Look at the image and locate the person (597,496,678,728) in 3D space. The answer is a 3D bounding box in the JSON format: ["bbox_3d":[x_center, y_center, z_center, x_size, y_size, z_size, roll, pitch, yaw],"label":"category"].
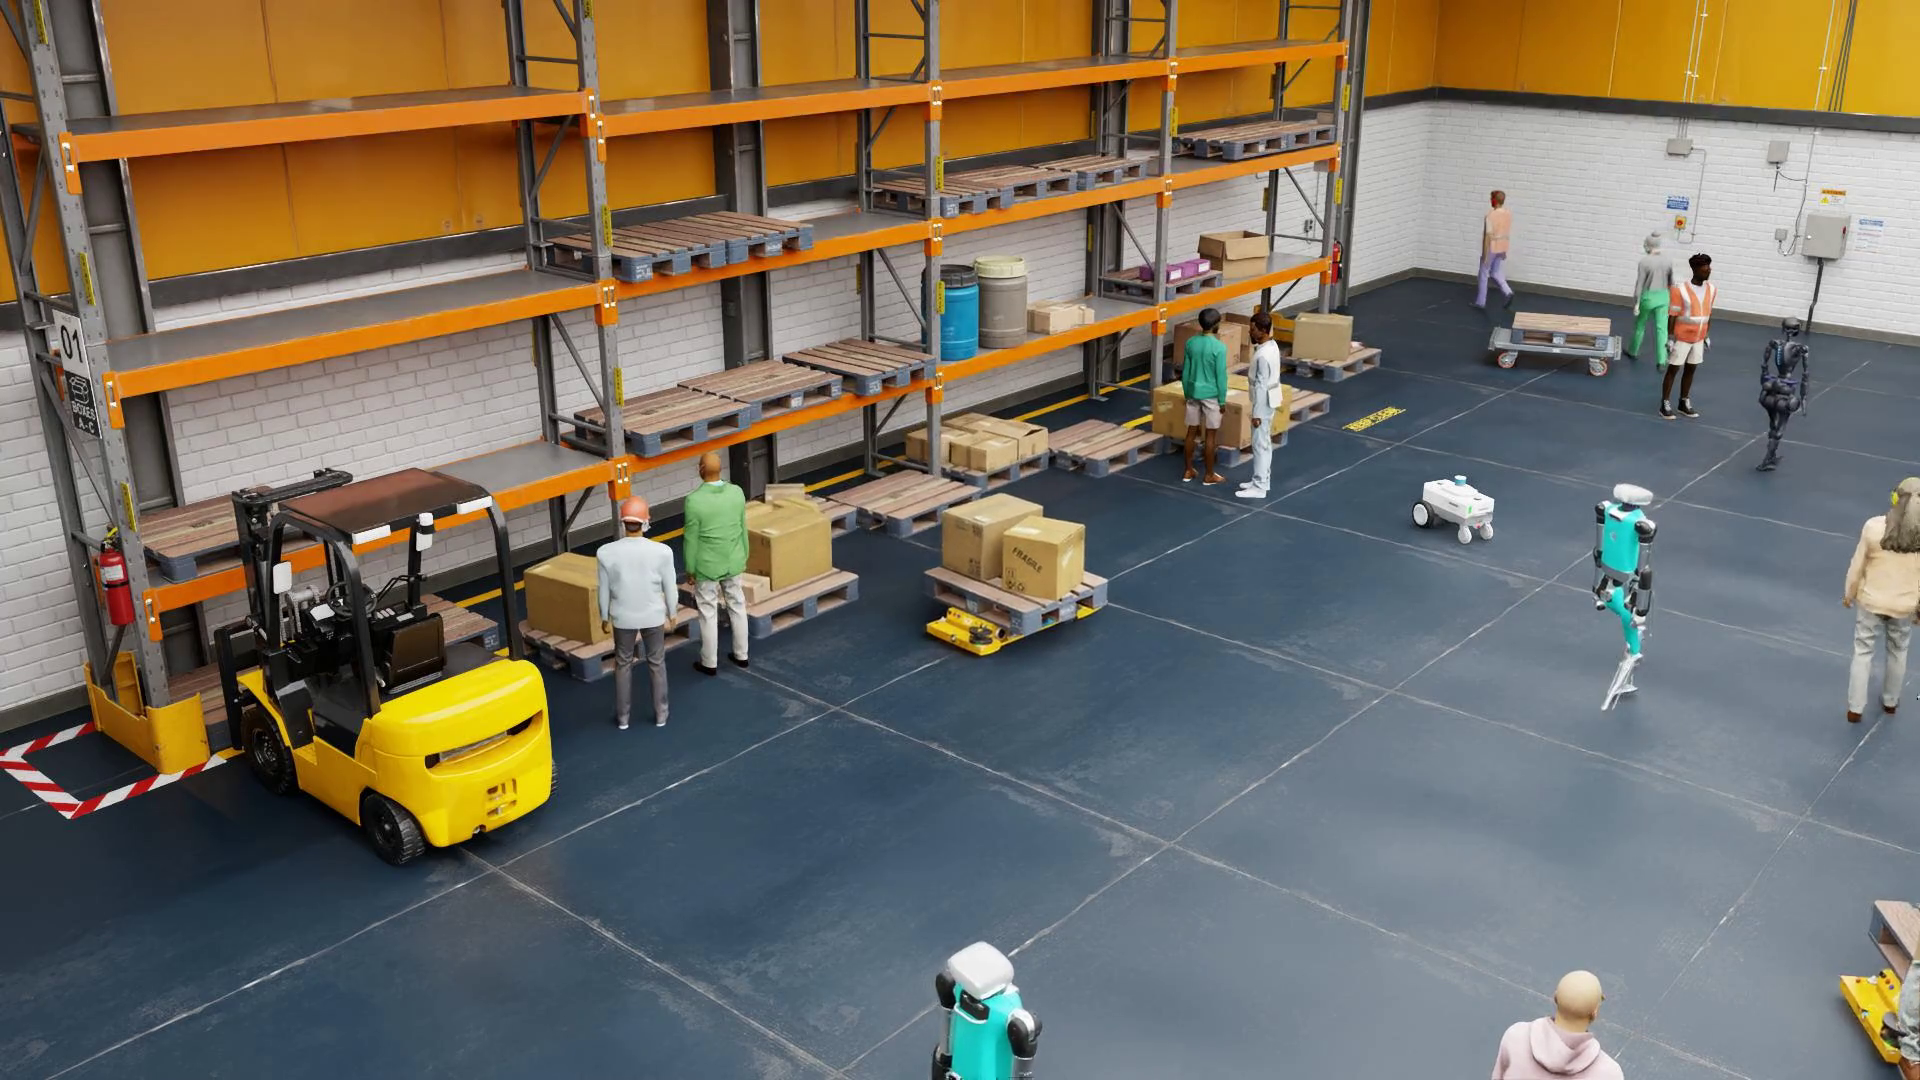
[{"bbox_3d":[-2.315,0.524,12.009,0.571,1.737,0.351,-3,20,-8],"label":"person"}]

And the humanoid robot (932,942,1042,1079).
[{"bbox_3d":[-0.129,2.529,6.637,0.997,1.776,0.530,-18,27,-39],"label":"humanoid robot"}]

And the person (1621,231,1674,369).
[{"bbox_3d":[9.173,-3.193,21.999,0.602,1.803,0.950,-1,20,-2],"label":"person"}]

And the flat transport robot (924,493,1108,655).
[{"bbox_3d":[0.460,0.601,13.922,1.431,0.231,0.659,-18,27,-40],"label":"flat transport robot"}]

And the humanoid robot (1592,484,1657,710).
[{"bbox_3d":[5.039,0.428,12.323,0.764,1.812,0.540,-8,22,-21],"label":"humanoid robot"}]

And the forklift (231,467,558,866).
[{"bbox_3d":[-3.730,0.710,10.856,2.313,2.155,1.214,17,26,38],"label":"forklift"}]

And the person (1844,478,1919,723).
[{"bbox_3d":[6.763,0.432,12.117,0.571,1.867,0.508,8,22,21],"label":"person"}]

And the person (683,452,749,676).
[{"bbox_3d":[-1.879,0.183,12.879,0.549,1.780,0.384,-14,24,-33],"label":"person"}]

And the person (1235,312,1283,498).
[{"bbox_3d":[3.068,-1.369,16.896,0.400,1.911,0.586,5,21,14],"label":"person"}]

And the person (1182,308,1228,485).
[{"bbox_3d":[2.534,-1.485,17.295,0.505,1.846,0.380,15,25,35],"label":"person"}]

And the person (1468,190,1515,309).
[{"bbox_3d":[8.102,-4.368,25.146,0.567,1.822,0.650,-14,24,-32],"label":"person"}]

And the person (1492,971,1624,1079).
[{"bbox_3d":[2.322,2.501,6.606,0.538,1.772,0.403,14,25,34],"label":"person"}]

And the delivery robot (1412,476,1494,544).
[{"bbox_3d":[4.779,-0.318,16.022,0.499,0.609,0.813,-9,22,-24],"label":"delivery robot"}]

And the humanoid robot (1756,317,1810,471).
[{"bbox_3d":[8.827,-1.574,17.782,0.593,1.645,0.600,-10,23,-26],"label":"humanoid robot"}]

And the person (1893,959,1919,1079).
[{"bbox_3d":[5.025,1.819,8.214,0.628,1.940,0.379,-4,21,-10],"label":"person"}]

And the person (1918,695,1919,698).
[{"bbox_3d":[6.498,1.048,10.472,0.730,1.821,0.757,-12,23,-29],"label":"person"}]

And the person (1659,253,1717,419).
[{"bbox_3d":[8.599,-2.406,19.620,0.612,1.965,0.361,-6,21,-16],"label":"person"}]

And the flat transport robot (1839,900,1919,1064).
[{"bbox_3d":[5.491,2.520,8.722,1.431,0.231,0.659,2,20,7],"label":"flat transport robot"}]
